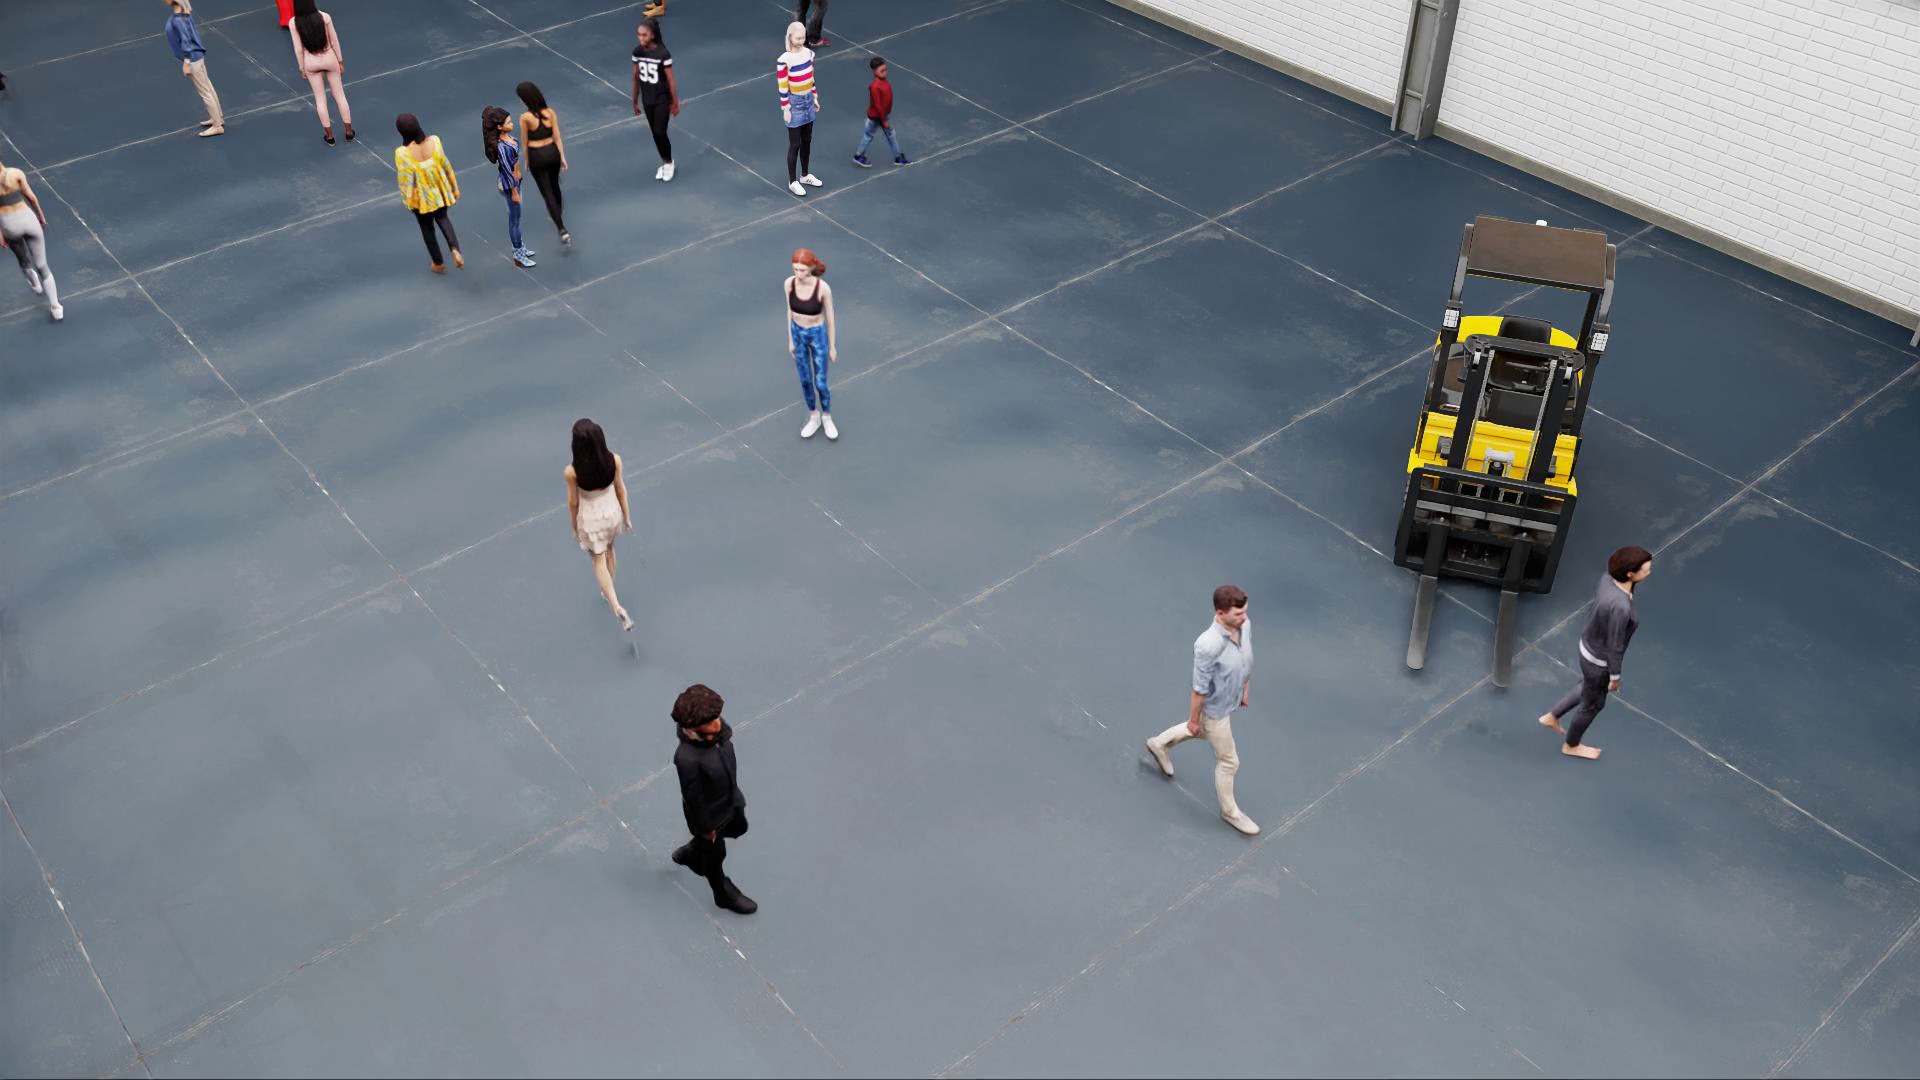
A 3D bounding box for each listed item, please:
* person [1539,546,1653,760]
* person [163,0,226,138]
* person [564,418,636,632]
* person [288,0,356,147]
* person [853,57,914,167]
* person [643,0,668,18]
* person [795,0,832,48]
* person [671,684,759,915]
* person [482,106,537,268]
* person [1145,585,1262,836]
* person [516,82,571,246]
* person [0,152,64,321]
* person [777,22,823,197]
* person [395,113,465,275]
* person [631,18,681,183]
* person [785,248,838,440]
[{"bbox_3d":[4.061,0.725,10.726,0.846,1.763,0.788,4,39,5],"label":"person"},{"bbox_3d":[-8.456,-5.319,18.350,0.754,1.704,0.636,-10,40,-12],"label":"person"},{"bbox_3d":[-2.523,-0.073,11.763,0.715,1.717,1.002,-17,42,-20],"label":"person"},{"bbox_3d":[-6.966,-5.167,18.138,0.671,1.721,0.622,-16,41,-19],"label":"person"},{"bbox_3d":[-0.931,-4.551,17.763,0.935,1.227,0.730,14,41,17],"label":"person"},{"bbox_3d":[-3.934,-7.537,21.114,0.765,1.711,0.677,-2,39,-2],"label":"person"},{"bbox_3d":[-1.941,-6.849,20.192,0.769,1.796,0.598,-21,43,-24],"label":"person"},{"bbox_3d":[-1.523,1.503,9.749,0.954,1.766,0.854,12,40,14],"label":"person"},{"bbox_3d":[-4.326,-3.411,16.023,0.761,1.618,0.645,-7,39,-9],"label":"person"},{"bbox_3d":[1.536,0.972,10.376,1.228,1.814,0.796,27,46,30],"label":"person"},{"bbox_3d":[-4.070,-3.690,16.374,0.565,1.615,1.029,-23,44,-26],"label":"person"},{"bbox_3d":[-8.563,-2.792,15.208,0.706,1.666,1.096,-19,43,-23],"label":"person"},{"bbox_3d":[-1.672,-4.488,17.216,0.582,1.810,0.690,27,46,30],"label":"person"},{"bbox_3d":[-5.010,-3.243,15.793,0.691,1.640,0.766,-29,47,-31],"label":"person"},{"bbox_3d":[-3.142,-4.637,17.477,0.730,1.717,0.809,15,41,18],"label":"person"},{"bbox_3d":[-1.217,-1.610,13.646,0.638,1.778,0.736,10,40,12],"label":"person"}]
